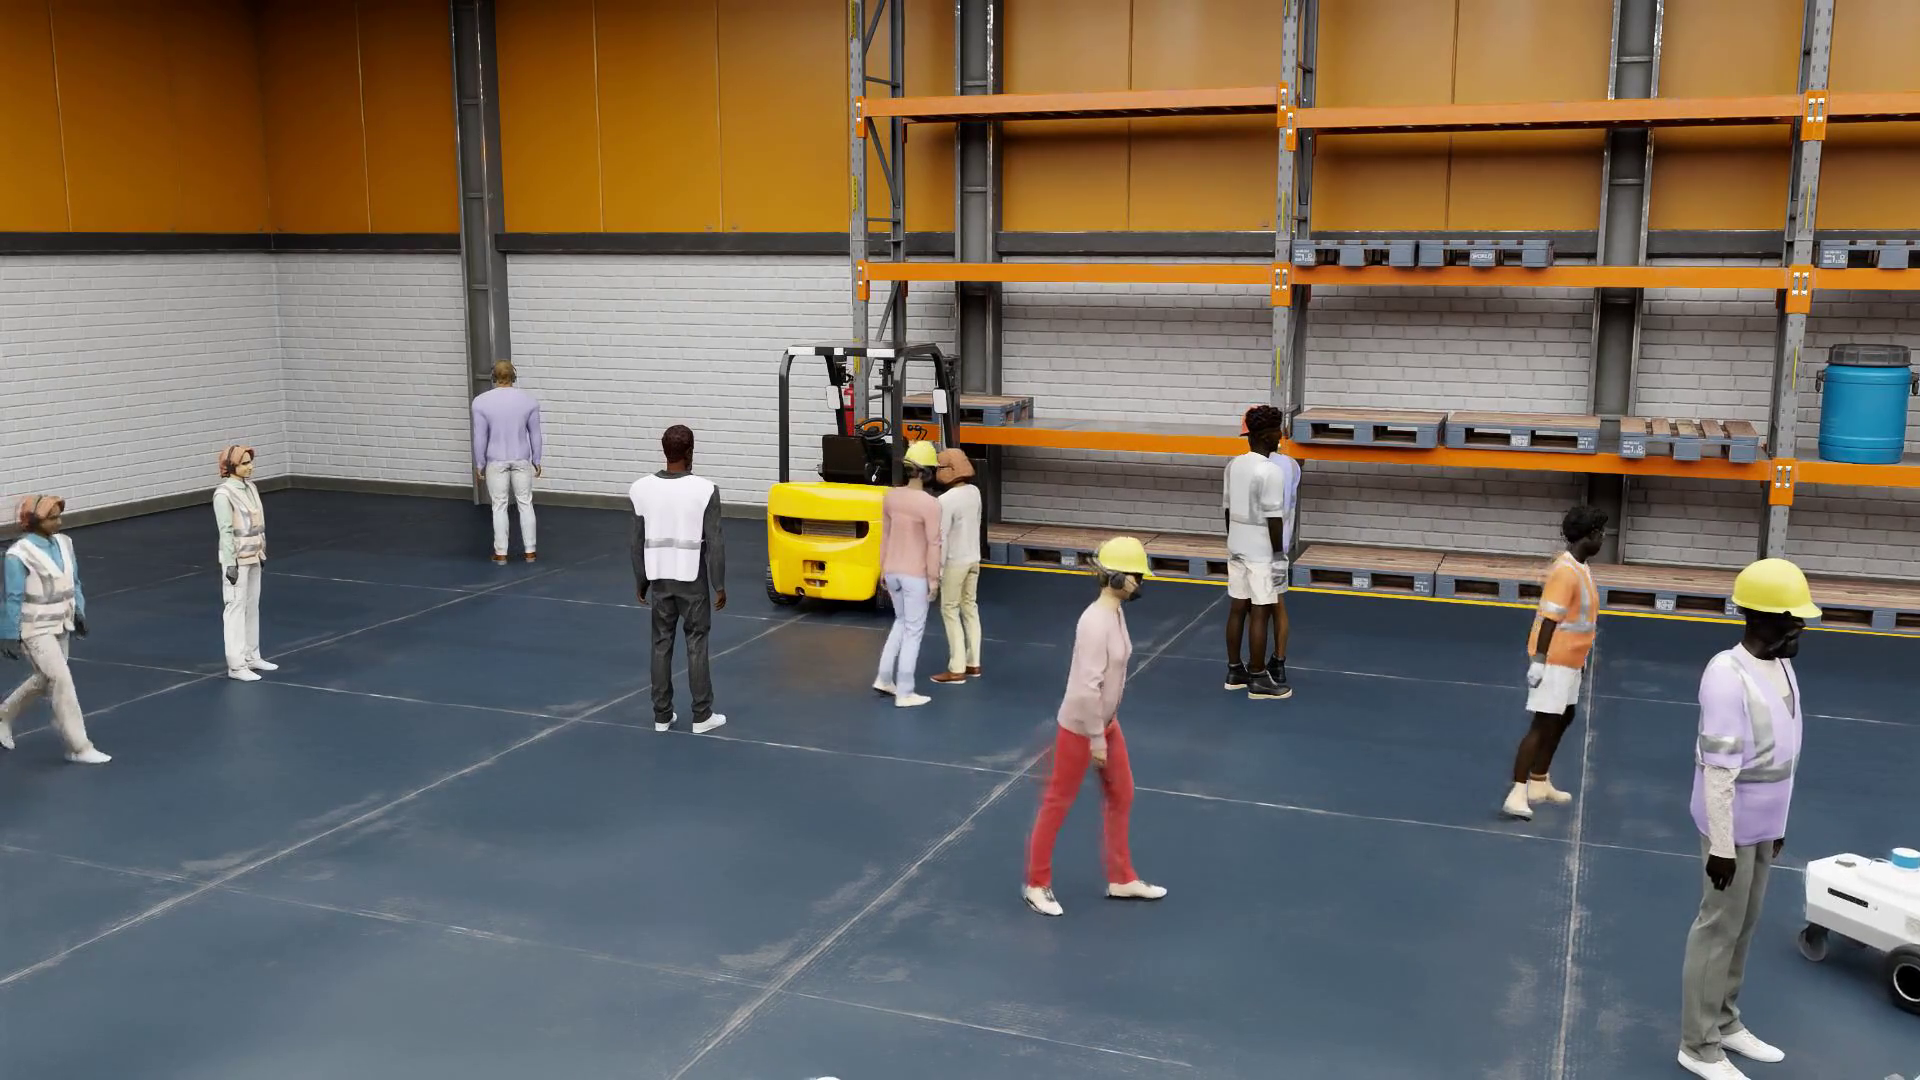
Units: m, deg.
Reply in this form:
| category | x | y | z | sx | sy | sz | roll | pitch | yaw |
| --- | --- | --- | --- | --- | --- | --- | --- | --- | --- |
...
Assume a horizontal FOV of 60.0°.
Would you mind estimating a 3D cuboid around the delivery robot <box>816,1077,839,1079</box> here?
| category | x | y | z | sx | sy | sz | roll | pitch | yaw |
| --- | --- | --- | --- | --- | --- | --- | --- | --- | --- |
| delivery robot | -0.395 | 1.841 | 4.941 | 0.707 | 0.478 | 0.477 | 4 | 11 | 22 |

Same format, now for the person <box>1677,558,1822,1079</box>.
| category | x | y | z | sx | sy | sz | roll | pitch | yaw |
| --- | --- | --- | --- | --- | --- | --- | --- | --- | --- |
| person | 2.846 | 1.010 | 6.007 | 0.366 | 1.926 | 0.594 | 9 | 14 | 41 |

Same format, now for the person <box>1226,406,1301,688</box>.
| category | x | y | z | sx | sy | sz | roll | pitch | yaw |
| --- | --- | --- | --- | --- | --- | --- | --- | --- | --- |
| person | 2.048 | 0.052 | 11.346 | 0.543 | 1.928 | 0.371 | -8 | 13 | -39 |

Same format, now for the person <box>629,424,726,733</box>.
| category | x | y | z | sx | sy | sz | roll | pitch | yaw |
| --- | --- | --- | --- | --- | --- | --- | --- | --- | --- |
| person | -1.739 | 0.246 | 10.291 | 0.596 | 1.916 | 0.372 | 2 | 10 | 12 |

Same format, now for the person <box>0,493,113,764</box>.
| category | x | y | z | sx | sy | sz | roll | pitch | yaw |
| --- | --- | --- | --- | --- | --- | --- | --- | --- | --- |
| person | -5.389 | 0.514 | 9.683 | 0.769 | 1.608 | 0.522 | 1 | 10 | 4 |

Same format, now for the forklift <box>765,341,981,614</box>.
| category | x | y | z | sx | sy | sz | roll | pitch | yaw |
| --- | --- | --- | --- | --- | --- | --- | --- | --- | --- |
| forklift | -0.739 | -0.602 | 14.246 | 1.214 | 2.155 | 2.313 | 4 | 11 | 21 |

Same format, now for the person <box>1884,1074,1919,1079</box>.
| category | x | y | z | sx | sy | sz | roll | pitch | yaw |
| --- | --- | --- | --- | --- | --- | --- | --- | --- | --- |
| person | 3.363 | 1.201 | 5.197 | 0.556 | 1.830 | 1.010 | 0 | 10 | 0 |

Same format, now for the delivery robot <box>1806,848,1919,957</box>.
| category | x | y | z | sx | sy | sz | roll | pitch | yaw |
| --- | --- | --- | --- | --- | --- | --- | --- | --- | --- |
| delivery robot | 3.853 | 1.506 | 6.811 | 0.477 | 0.478 | 0.707 | -5 | 11 | -26 |

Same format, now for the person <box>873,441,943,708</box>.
| category | x | y | z | sx | sy | sz | roll | pitch | yaw |
| --- | --- | --- | --- | --- | --- | --- | --- | --- | --- |
| person | -0.313 | 0.223 | 10.923 | 0.534 | 1.737 | 0.443 | 9 | 14 | 42 |

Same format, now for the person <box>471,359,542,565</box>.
| category | x | y | z | sx | sy | sz | roll | pitch | yaw |
| --- | --- | --- | --- | --- | --- | --- | --- | --- | --- |
| person | -4.262 | -0.734 | 15.700 | 0.635 | 1.936 | 0.353 | -5 | 11 | -24 |

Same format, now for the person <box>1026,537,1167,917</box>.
| category | x | y | z | sx | sy | sz | roll | pitch | yaw |
| --- | --- | --- | --- | --- | --- | --- | --- | --- | --- |
| person | 0.600 | 0.841 | 7.530 | 0.617 | 1.726 | 0.539 | 4 | 11 | 22 |

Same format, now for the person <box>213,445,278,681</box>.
| category | x | y | z | sx | sy | sz | roll | pitch | yaw |
| --- | --- | --- | --- | --- | --- | --- | --- | --- | --- |
| person | -4.995 | 0.153 | 11.582 | 0.306 | 1.639 | 0.523 | 0 | 10 | 0 |

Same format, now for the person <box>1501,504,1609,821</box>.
| category | x | y | z | sx | sy | sz | roll | pitch | yaw |
| --- | --- | --- | --- | --- | --- | --- | --- | --- | --- |
| person | 3.148 | 0.637 | 8.806 | 0.398 | 1.662 | 0.663 | 6 | 12 | 32 |

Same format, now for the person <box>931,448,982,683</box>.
| category | x | y | z | sx | sy | sz | roll | pitch | yaw |
| --- | --- | --- | --- | --- | --- | --- | --- | --- | --- |
| person | -0.015 | 0.175 | 11.507 | 0.280 | 1.627 | 0.500 | 7 | 12 | 33 |

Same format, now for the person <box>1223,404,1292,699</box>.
| category | x | y | z | sx | sy | sz | roll | pitch | yaw |
| --- | --- | --- | --- | --- | --- | --- | --- | --- | --- |
| person | 1.983 | 0.073 | 11.119 | 0.372 | 1.966 | 0.603 | -4 | 11 | -21 |
